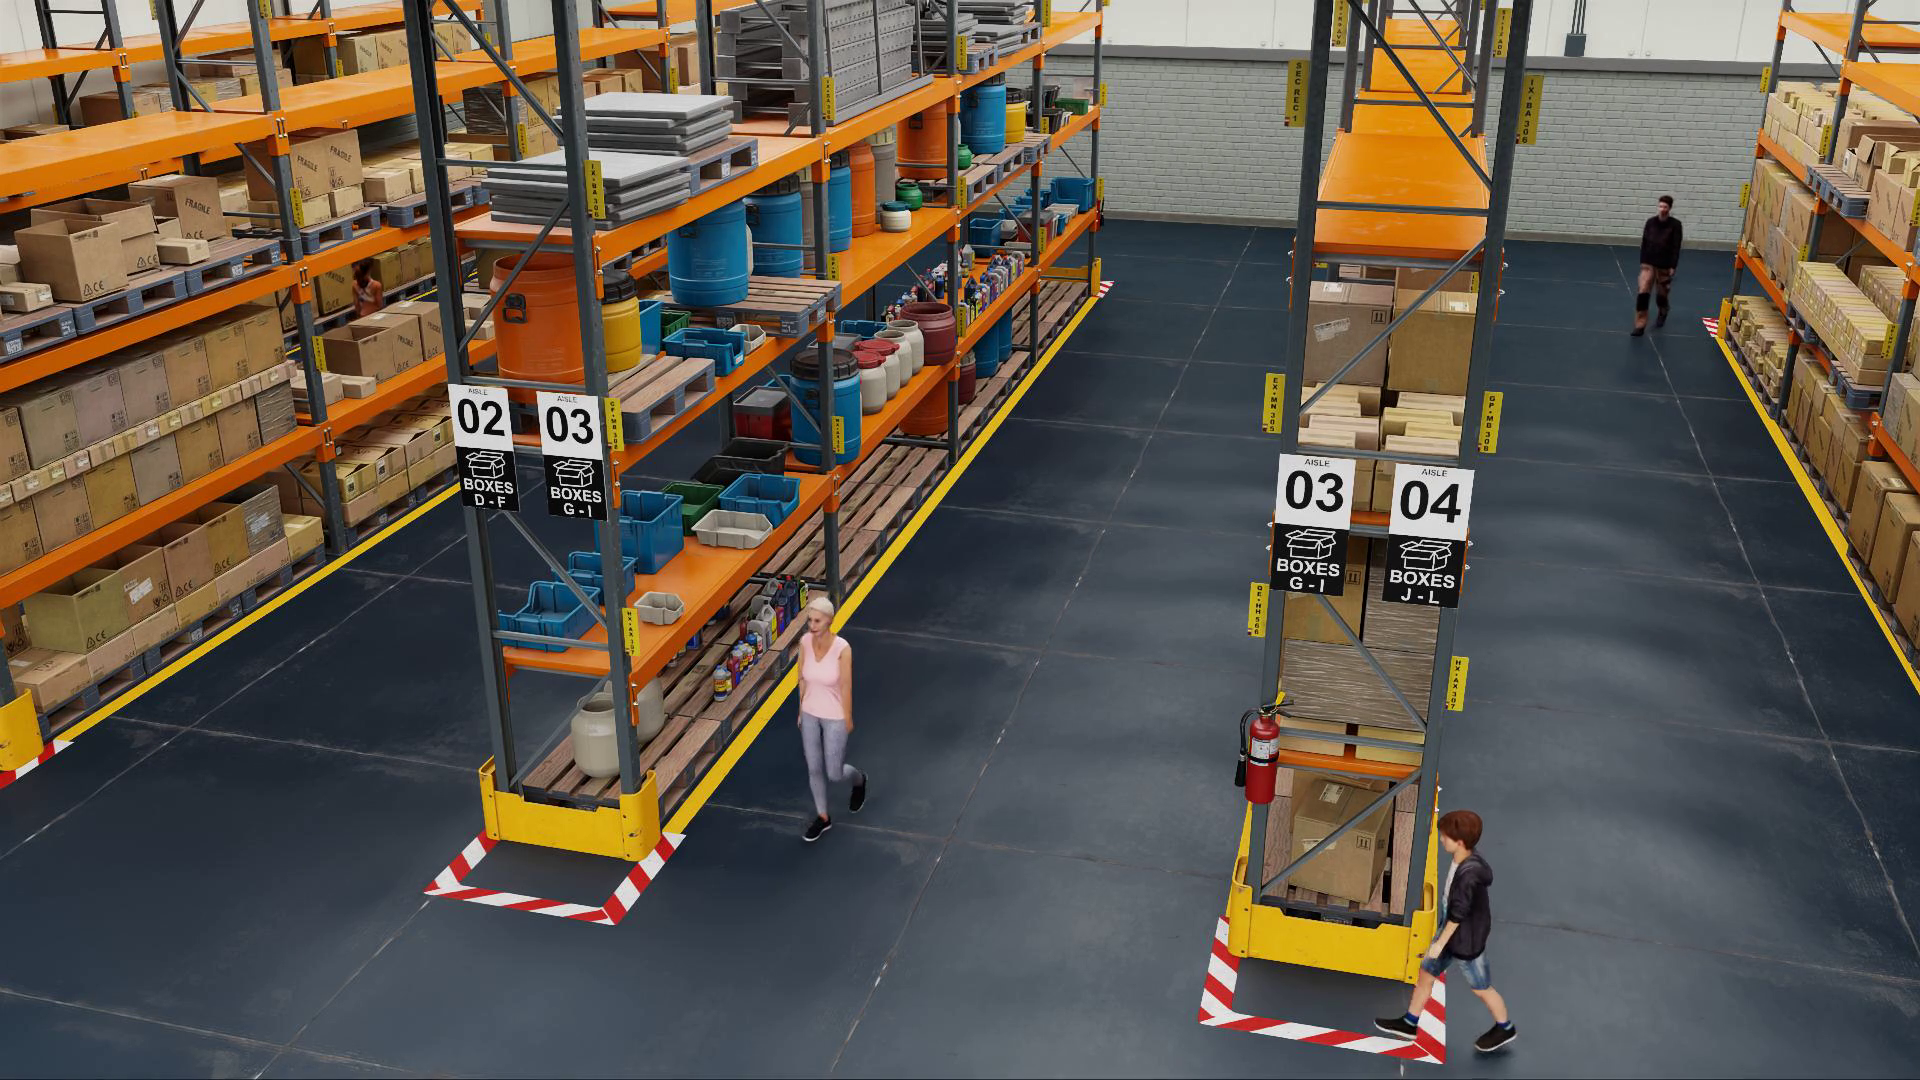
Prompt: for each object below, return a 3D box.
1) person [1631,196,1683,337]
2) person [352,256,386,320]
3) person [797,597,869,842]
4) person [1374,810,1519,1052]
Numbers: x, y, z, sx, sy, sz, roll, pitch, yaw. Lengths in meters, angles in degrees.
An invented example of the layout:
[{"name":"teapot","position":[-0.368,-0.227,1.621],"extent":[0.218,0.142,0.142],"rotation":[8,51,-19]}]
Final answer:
[{"name":"person","position":[9.596,-3.759,22.811],"extent":[0.950,1.903,1.215],"rotation":[15,27,33]},{"name":"person","position":[-7.077,-2.485,19.896],"extent":[0.665,1.751,1.126],"rotation":[4,23,9]},{"name":"person","position":[-0.855,1.150,11.073],"extent":[0.658,1.702,0.870],"rotation":[12,25,26]},{"name":"person","position":[2.788,2.158,9.003],"extent":[0.765,1.404,0.983],"rotation":[0,22,1]}]
